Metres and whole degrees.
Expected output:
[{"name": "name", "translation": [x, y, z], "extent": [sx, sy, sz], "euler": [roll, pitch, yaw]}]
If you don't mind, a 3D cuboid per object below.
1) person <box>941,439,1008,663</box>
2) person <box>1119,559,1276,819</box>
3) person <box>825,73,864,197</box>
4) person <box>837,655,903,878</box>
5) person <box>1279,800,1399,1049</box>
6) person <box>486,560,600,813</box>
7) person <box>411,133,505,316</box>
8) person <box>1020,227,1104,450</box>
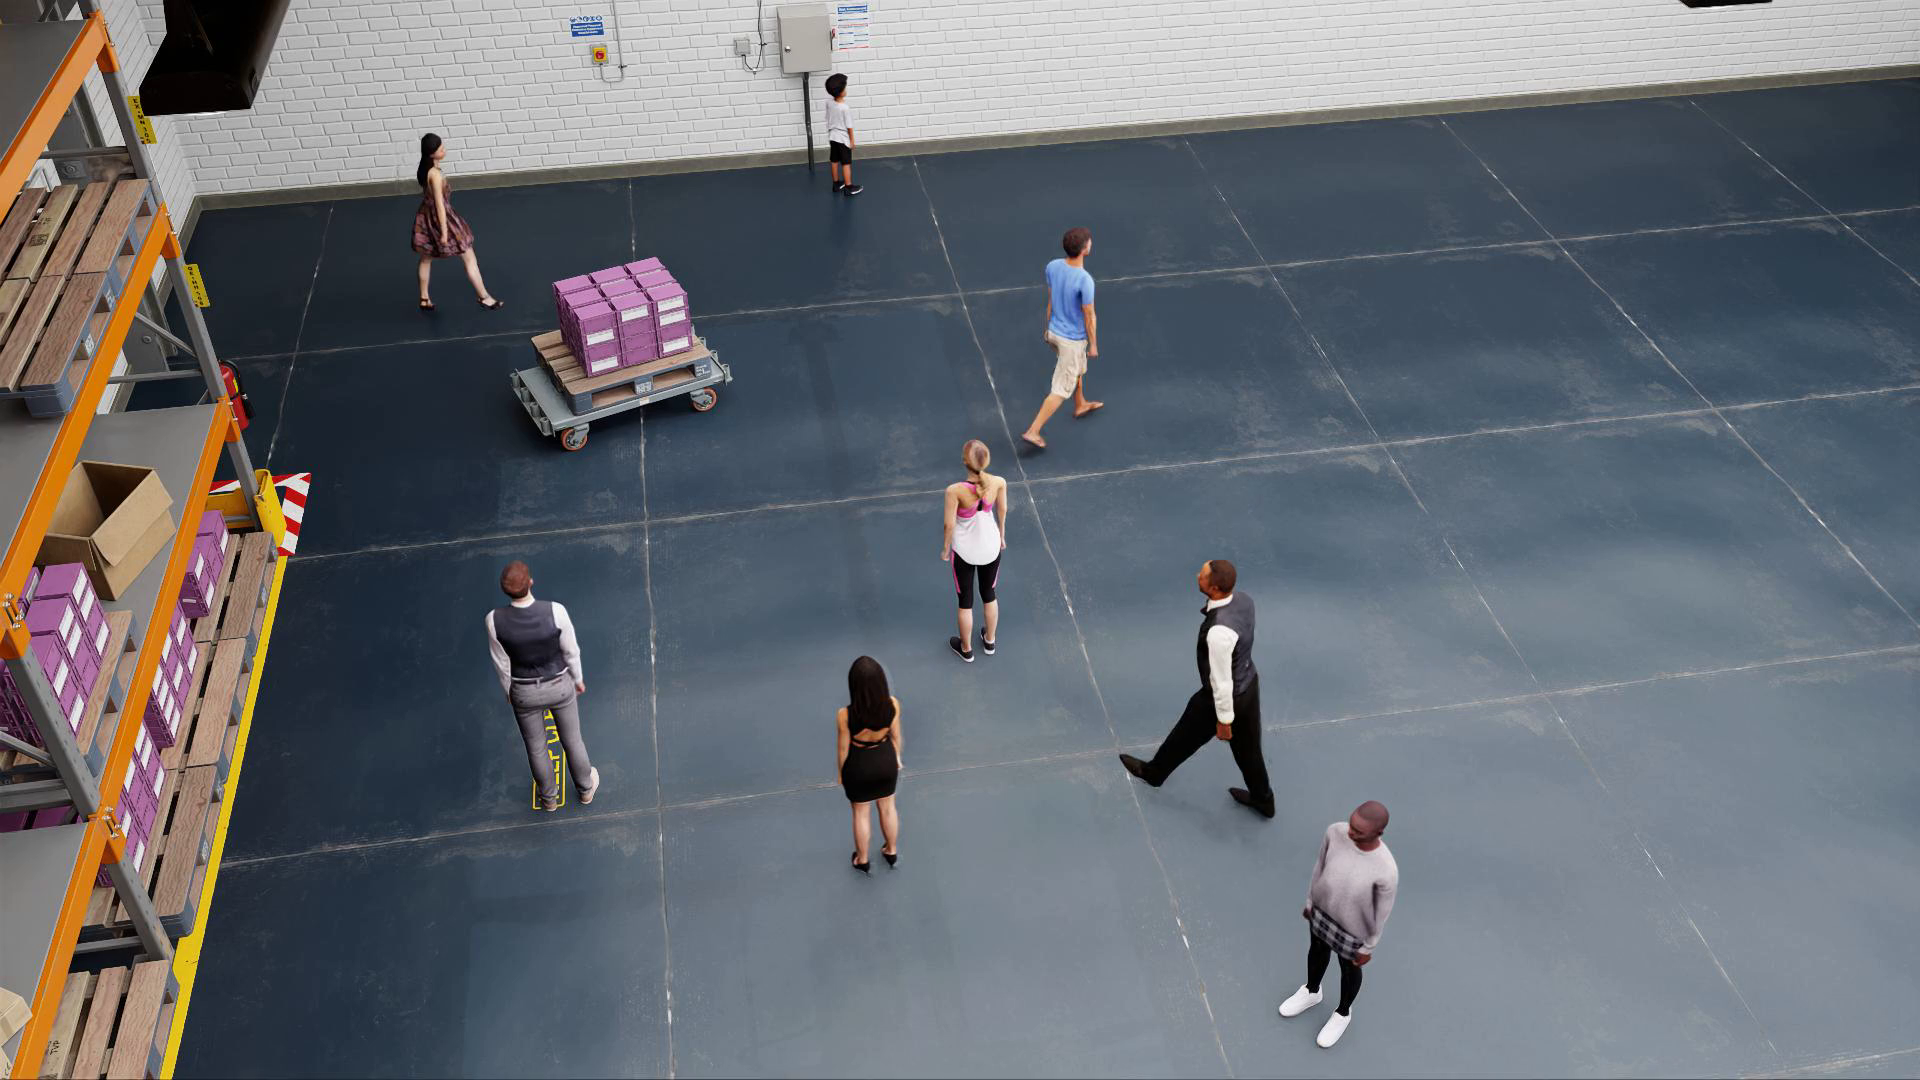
[{"name": "person", "translation": [0.106, 0.076, 11.163], "extent": [0.645, 1.786, 0.578], "euler": [-14, 41, -16]}, {"name": "person", "translation": [1.670, 0.964, 9.997], "extent": [1.260, 1.853, 1.272], "euler": [19, 42, 22]}, {"name": "person", "translation": [-1.214, -4.102, 16.814], "extent": [0.572, 1.262, 0.639], "euler": [29, 47, 31]}, {"name": "person", "translation": [-0.520, 1.342, 9.689], "extent": [0.583, 1.647, 0.547], "euler": [-15, 41, -18]}, {"name": "person", "translation": [2.042, 1.984, 8.784], "extent": [0.756, 1.773, 0.640], "euler": [-27, 46, -30]}, {"name": "person", "translation": [-2.523, 0.879, 10.037], "extent": [0.653, 1.936, 0.561], "euler": [-8, 39, -10]}, {"name": "person", "translation": [-4.665, -2.766, 14.762], "extent": [0.989, 1.736, 0.984], "euler": [32, 48, 33]}, {"name": "person", "translation": [0.800, -1.584, 13.196], "extent": [1.100, 1.842, 1.242], "euler": [-26, 45, -28]}]
